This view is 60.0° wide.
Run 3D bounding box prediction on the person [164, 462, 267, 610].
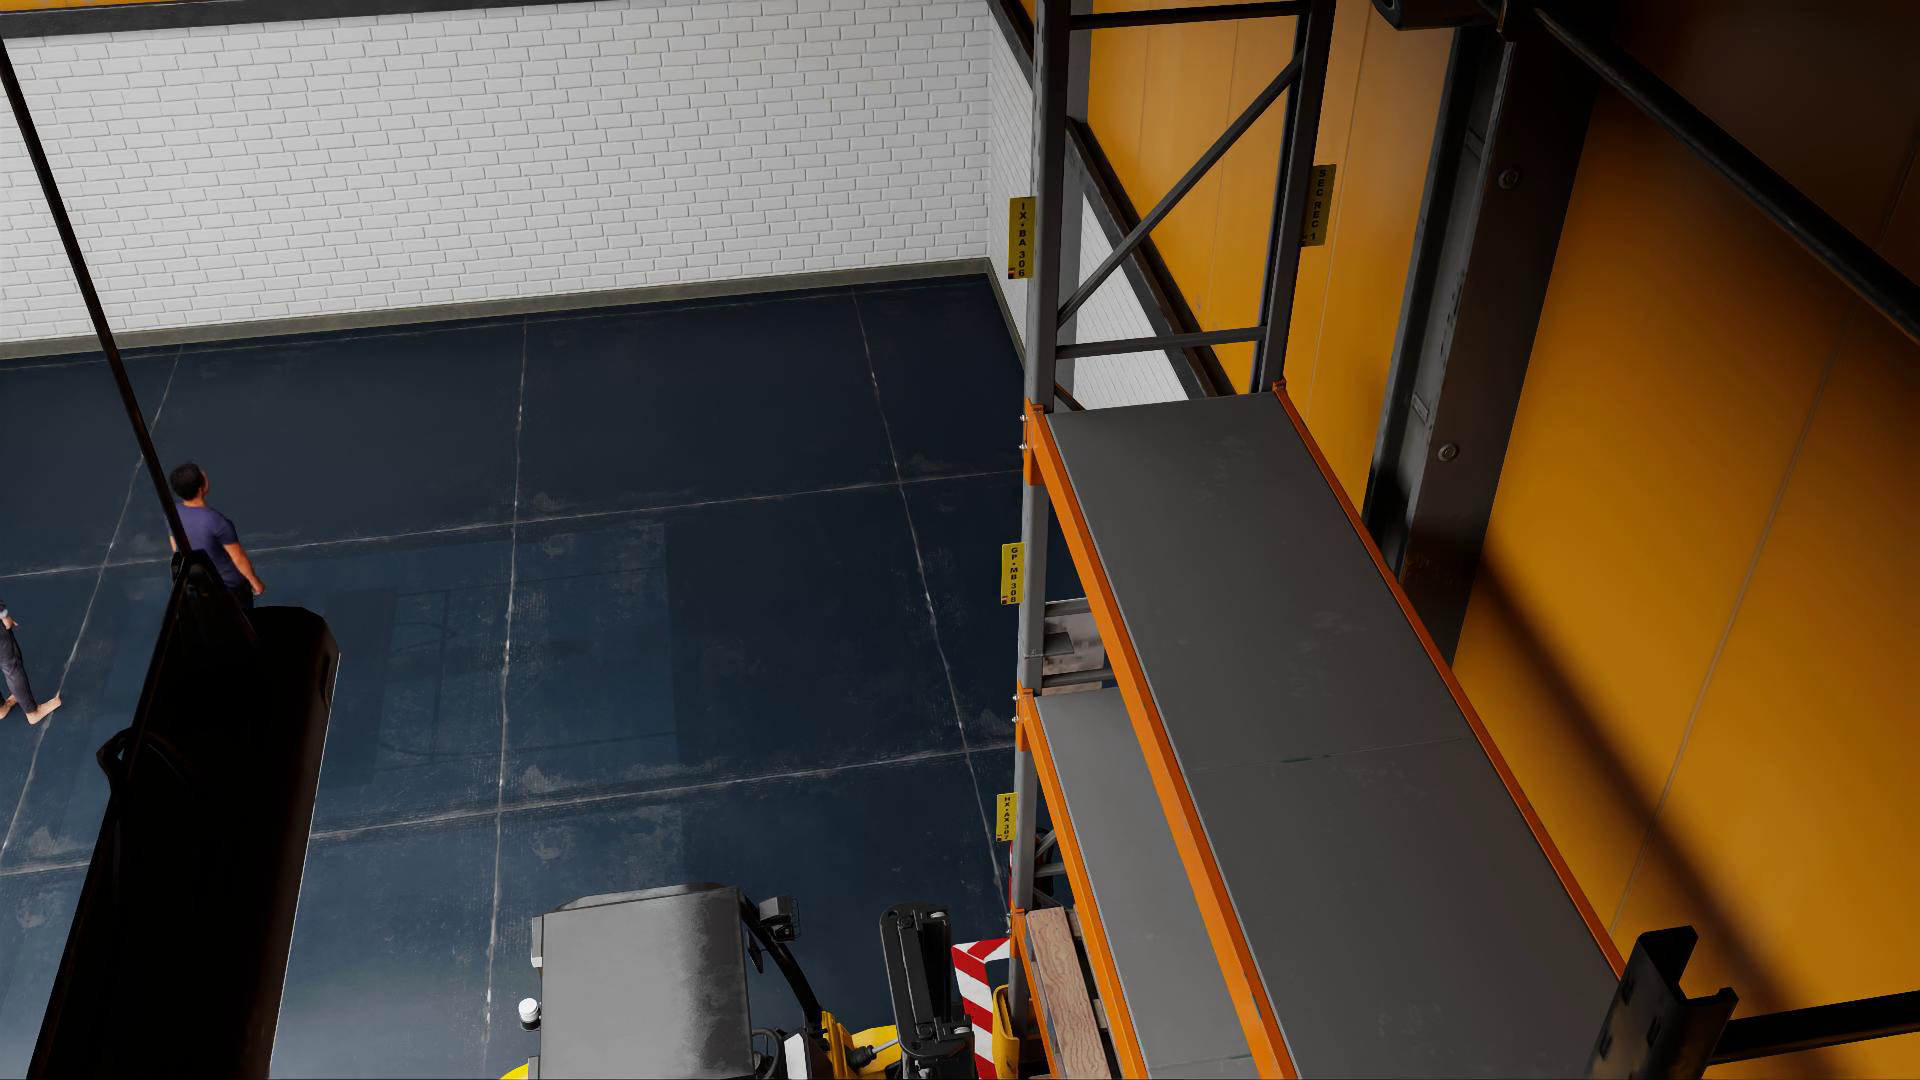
[{"bbox_3d":[-4.864,0.301,10.834,0.803,1.782,0.856,13,40,15],"label":"person"}]
